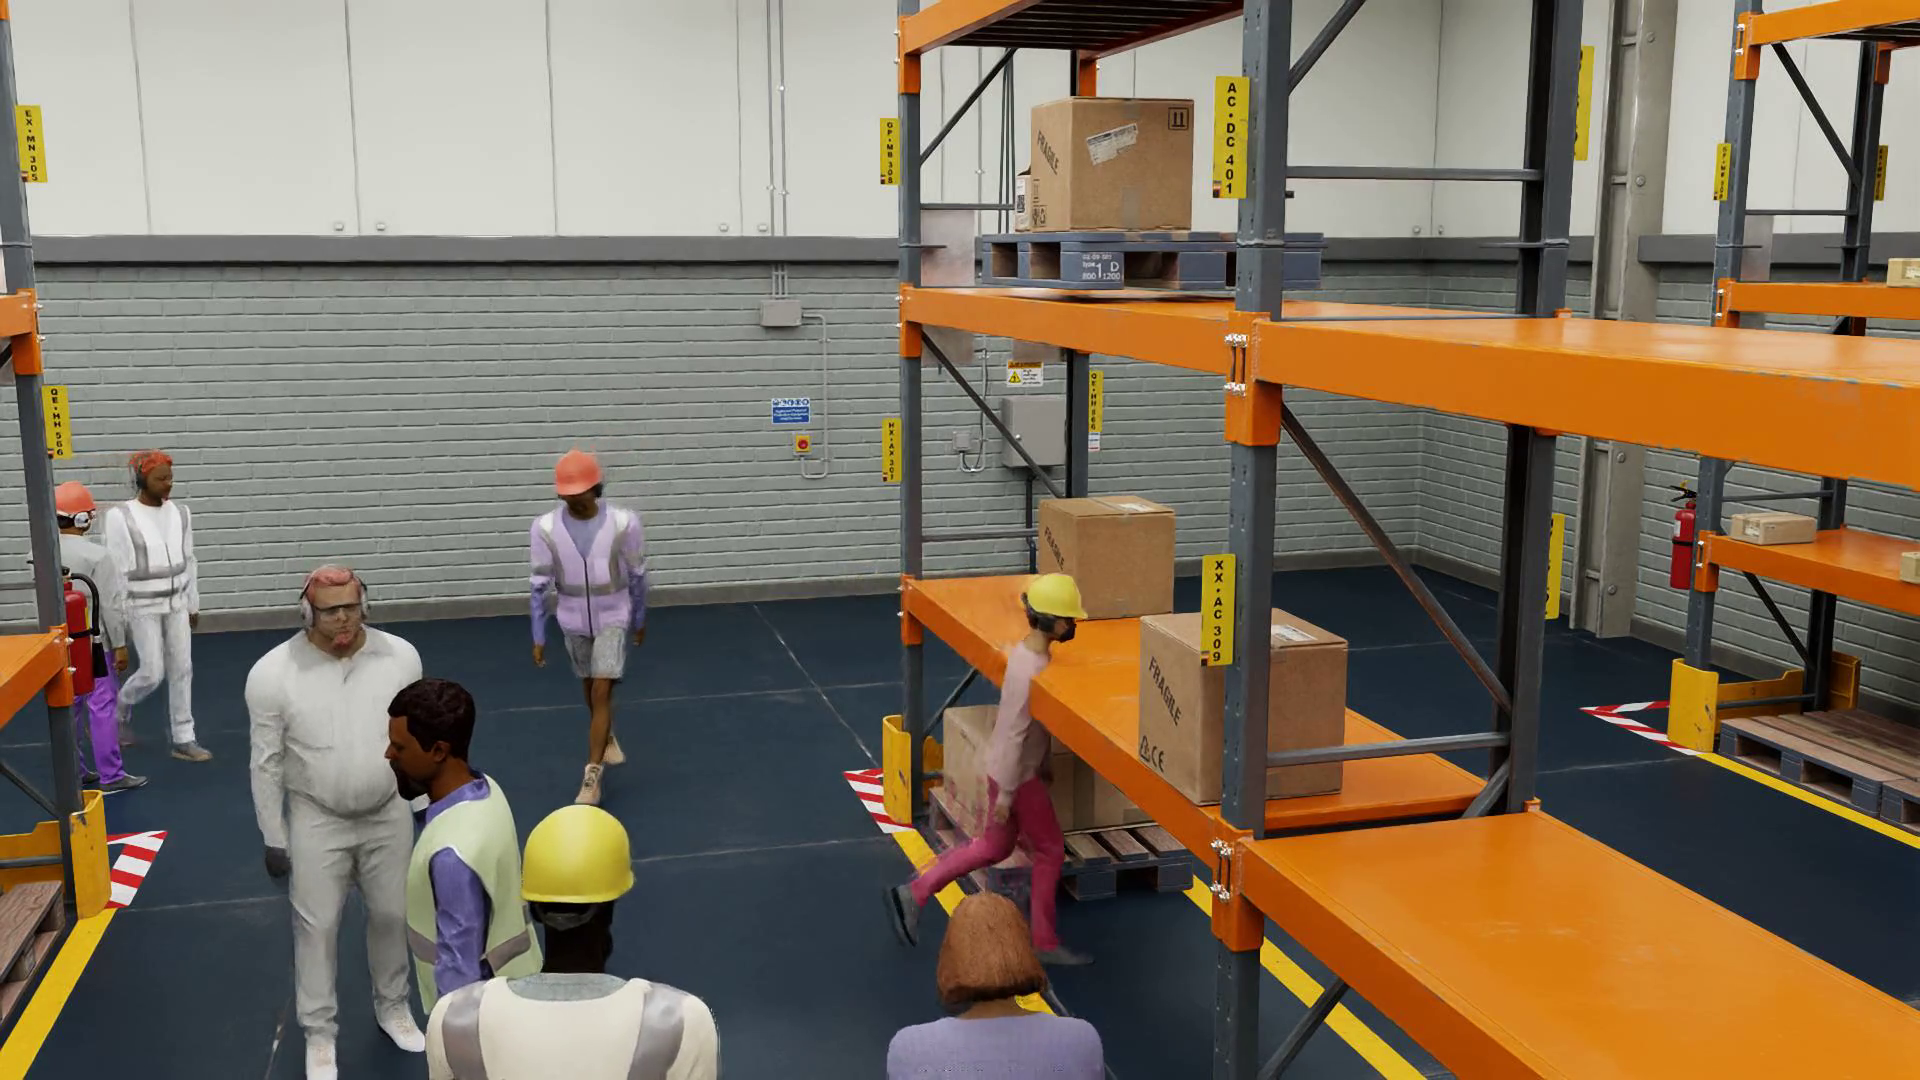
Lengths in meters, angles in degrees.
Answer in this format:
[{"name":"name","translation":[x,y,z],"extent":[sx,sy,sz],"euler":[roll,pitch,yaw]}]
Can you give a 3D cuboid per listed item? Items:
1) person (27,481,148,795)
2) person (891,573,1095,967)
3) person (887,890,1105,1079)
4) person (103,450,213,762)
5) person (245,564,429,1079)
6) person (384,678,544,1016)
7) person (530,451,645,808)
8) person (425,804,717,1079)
[{"name":"person","translation":[-4.869,0.547,9.262],"extent":[0.561,1.756,0.318],"euler":[3,10,17]},{"name":"person","translation":[0.137,0.968,7.004],"extent":[0.789,1.709,0.505],"euler":[0,10,0]},{"name":"person","translation":[0.101,1.598,3.752],"extent":[0.524,1.596,0.824],"euler":[-1,10,-7]},{"name":"person","translation":[-4.783,0.393,9.829],"extent":[0.617,1.867,0.603],"euler":[4,11,24]},{"name":"person","translation":[-2.250,1.028,6.129],"extent":[0.648,1.914,0.404],"euler":[-8,13,-37]},{"name":"person","translation":[-1.321,1.302,4.544],"extent":[0.396,1.910,0.585],"euler":[-2,10,-13]},{"name":"person","translation":[-2.075,0.437,9.368],"extent":[0.618,1.960,1.122],"euler":[-1,10,-3]},{"name":"person","translation":[-0.781,1.487,3.447],"extent":[0.591,1.921,0.394],"euler":[0,10,-1]}]
